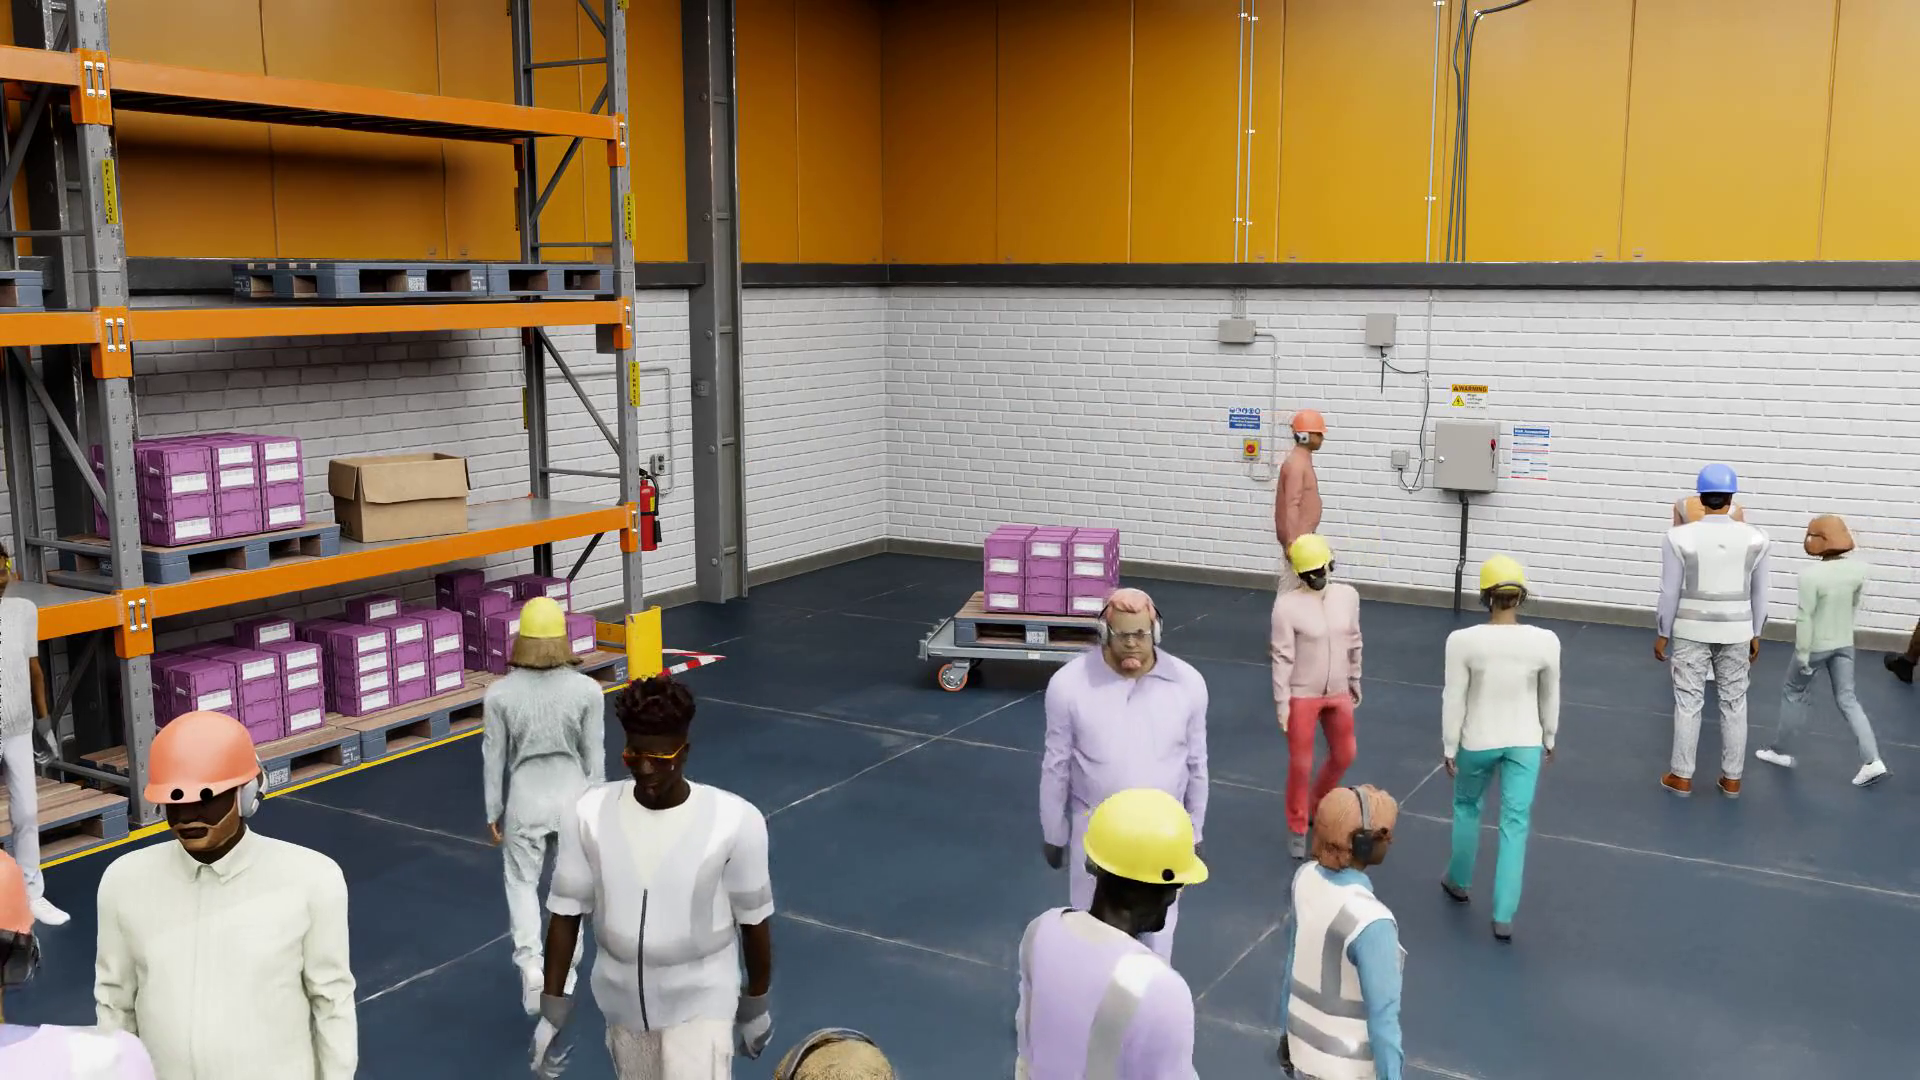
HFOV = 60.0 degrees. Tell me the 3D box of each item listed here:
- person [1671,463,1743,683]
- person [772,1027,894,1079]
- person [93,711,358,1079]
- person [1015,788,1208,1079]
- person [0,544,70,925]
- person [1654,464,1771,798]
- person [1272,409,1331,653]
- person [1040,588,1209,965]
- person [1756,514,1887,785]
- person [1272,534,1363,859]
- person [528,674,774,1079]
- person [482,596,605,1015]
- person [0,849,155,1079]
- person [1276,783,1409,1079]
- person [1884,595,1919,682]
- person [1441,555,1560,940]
[{"bbox_3d":[5.533,0.246,12.375,0.520,1.630,0.316,8,12,41],"label":"person"},{"bbox_3d":[-0.113,1.698,2.554,0.873,1.867,0.687,2,9,13],"label":"person"},{"bbox_3d":[-1.801,1.388,4.099,0.609,1.995,0.378,-1,9,-7],"label":"person"},{"bbox_3d":[0.265,1.488,3.851,0.924,1.886,0.580,-4,10,-25],"label":"person"},{"bbox_3d":[-4.379,0.900,7.577,0.320,1.861,0.513,5,10,28],"label":"person"},{"bbox_3d":[4.332,0.532,9.611,0.603,1.942,0.402,2,9,9],"label":"person"},{"bbox_3d":[2.766,-0.031,12.997,0.672,1.975,0.646,2,9,13],"label":"person"},{"bbox_3d":[0.629,1.080,6.423,0.645,1.875,0.823,0,9,1],"label":"person"},{"bbox_3d":[5.213,0.641,9.963,0.495,1.601,0.809,-2,9,-15],"label":"person"},{"bbox_3d":[1.837,0.794,8.672,0.600,1.724,0.542,-4,10,-22],"label":"person"},{"bbox_3d":[-0.875,1.334,4.674,0.630,1.920,0.968,2,9,11],"label":"person"},{"bbox_3d":[-1.684,1.093,6.786,0.489,1.728,0.582,-2,9,-14],"label":"person"},{"bbox_3d":[-1.799,1.544,3.054,0.680,2.016,0.495,-6,11,-35],"label":"person"},{"bbox_3d":[1.036,1.479,4.744,0.807,1.606,0.517,-1,9,-8],"label":"person"},{"bbox_3d":[7.125,0.183,11.953,0.548,1.879,1.001,-1,9,-5],"label":"person"},{"bbox_3d":[2.509,0.926,7.775,0.545,1.732,0.807,2,9,10],"label":"person"}]
